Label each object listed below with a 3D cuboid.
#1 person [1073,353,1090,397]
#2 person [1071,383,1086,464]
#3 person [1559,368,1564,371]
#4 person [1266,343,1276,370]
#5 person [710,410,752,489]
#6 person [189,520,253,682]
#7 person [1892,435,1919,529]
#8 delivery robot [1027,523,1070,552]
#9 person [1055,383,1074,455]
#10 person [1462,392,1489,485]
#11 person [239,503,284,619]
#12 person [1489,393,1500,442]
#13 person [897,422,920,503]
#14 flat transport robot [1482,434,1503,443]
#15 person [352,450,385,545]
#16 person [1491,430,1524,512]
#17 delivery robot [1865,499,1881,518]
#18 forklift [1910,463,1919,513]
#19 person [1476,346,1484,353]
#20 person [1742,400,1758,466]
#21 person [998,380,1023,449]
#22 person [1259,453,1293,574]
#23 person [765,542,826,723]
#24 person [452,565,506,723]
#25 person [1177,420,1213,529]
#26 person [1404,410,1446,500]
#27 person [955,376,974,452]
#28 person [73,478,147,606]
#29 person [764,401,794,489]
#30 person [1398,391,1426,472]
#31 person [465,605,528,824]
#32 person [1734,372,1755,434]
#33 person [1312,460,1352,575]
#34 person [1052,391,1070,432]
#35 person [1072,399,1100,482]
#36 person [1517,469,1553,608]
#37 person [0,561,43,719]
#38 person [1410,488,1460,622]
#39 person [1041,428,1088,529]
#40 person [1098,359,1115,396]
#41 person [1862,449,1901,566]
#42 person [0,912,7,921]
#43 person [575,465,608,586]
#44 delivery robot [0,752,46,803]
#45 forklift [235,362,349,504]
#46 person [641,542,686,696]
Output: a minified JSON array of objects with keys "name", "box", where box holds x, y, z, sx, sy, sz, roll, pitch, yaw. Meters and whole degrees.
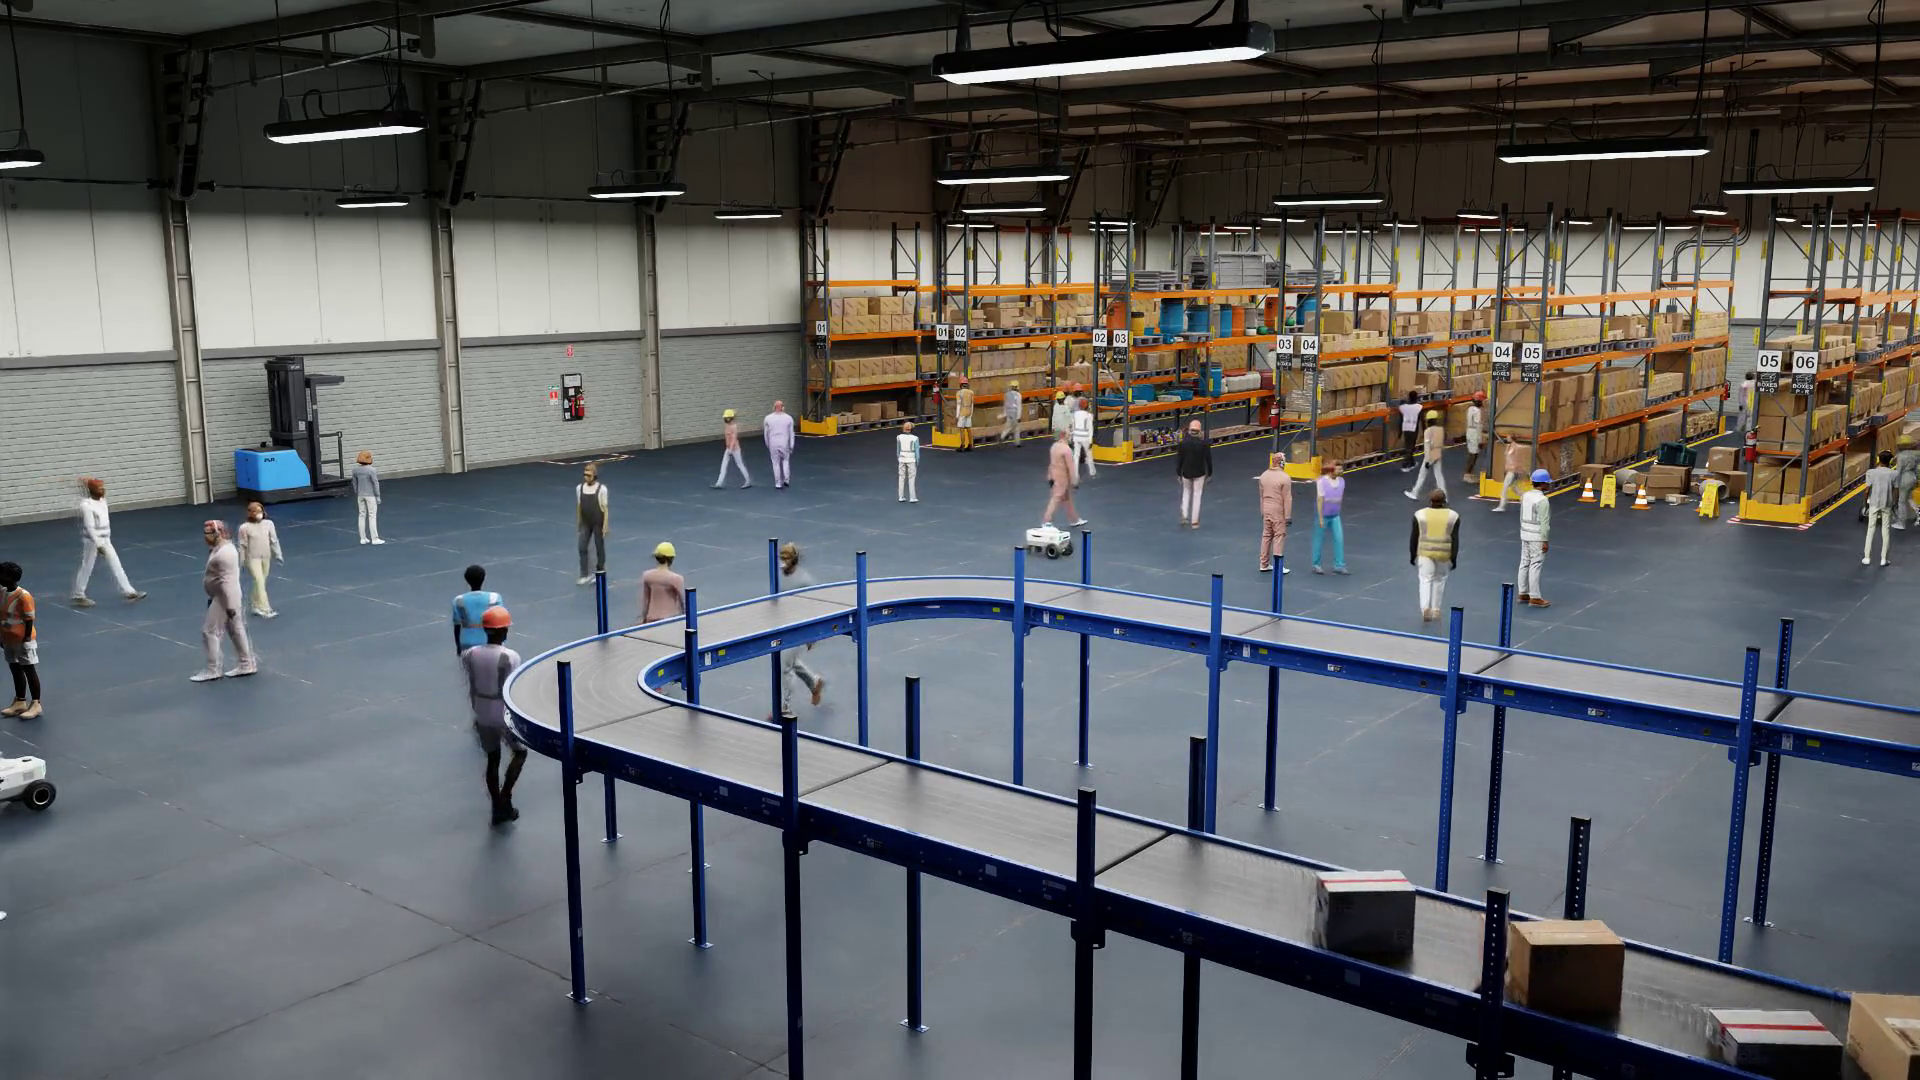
[{"name":"person","box":[3.967,-5.112,50.825,0.638,1.923,0.742,7,13,36]},{"name":"person","box":[2.861,-2.832,37.951,0.356,1.938,0.543,5,11,27]},{"name":"person","box":[16.985,-3.975,44.401,0.370,1.934,0.627,-5,11,-28]},{"name":"person","box":[11.286,-6.115,56.323,0.625,1.974,0.617,-7,12,-35]},{"name":"person","box":[-4.896,-1.937,33.526,0.911,1.721,0.524,-7,12,-34]},{"name":"person","box":[-8.700,0.705,18.224,0.790,1.882,0.648,-4,11,-19]},{"name":"person","box":[17.282,-1.048,28.533,0.520,1.713,0.574,-4,11,-20]},{"name":"delivery robot","box":[1.465,-0.045,26.012,0.707,0.478,0.477,7,12,35]},{"name":"person","box":[2.650,-2.996,39.042,0.884,1.890,0.531,-9,14,-43]},{"name":"person","box":[11.317,-2.249,34.483,0.518,2.023,0.678,0,10,-1]},{"name":"person","box":[-9.512,0.286,21.370,0.840,1.593,0.507,6,12,31]},{"name":"person","box":[13.909,-3.095,40.308,0.540,1.620,0.370,8,13,37]},{"name":"person","box":[-1.056,-1.576,31.742,0.515,1.635,0.313,4,11,24]},{"name":"flat transport robot","box":[14.582,-2.757,42.328,1.431,0.197,0.652,-1,10,-6]},{"name":"person","box":[-10.232,-0.737,27.016,0.500,1.633,0.286,3,11,17]},{"name":"person","box":[10.809,-1.343,30.491,0.745,1.610,0.523,1,10,4]},{"name":"delivery robot","box":[17.341,-0.672,29.541,0.477,0.478,0.707,9,13,40]},{"name":"forklift","box":[19.034,-1.348,28.998,2.313,2.155,1.214,8,13,37]},{"name":"person","box":[17.886,-5.717,54.107,0.367,1.964,0.609,2,10,10]},{"name":"person","box":[19.082,-2.736,37.488,0.635,1.909,0.825,5,11,28]},{"name":"person","box":[1.326,-3.267,40.794,0.662,1.812,0.592,-9,14,-42]},{"name":"person","box":[4.970,-0.423,24.521,0.400,1.899,0.636,-6,12,-30]},{"name":"person","box":[-1.761,0.949,16.724,0.634,1.916,0.857,10,14,43]},{"name":"person","box":[-5.084,1.091,16.552,0.547,1.682,0.393,-2,10,-9]},{"name":"person","box":[4.326,-1.213,28.749,0.643,1.973,0.644,4,11,21]},{"name":"person","box":[9.520,-1.688,31.689,0.607,1.868,1.004,-7,12,-33]},{"name":"person","box":[0.091,-3.235,40.222,0.551,1.935,0.375,-8,13,-39]},{"name":"person","box":[-12.148,0.033,22.142,1.024,1.826,0.582,0,10,2]},{"name":"person","box":[-3.917,-2.064,33.803,0.639,1.883,0.602,-2,10,-10]},{"name":"person","box":[10.564,-2.544,36.539,0.990,1.867,0.592,-9,14,-43]},{"name":"person","box":[-3.991,1.514,13.548,0.541,1.923,0.391,3,11,17]},{"name":"person","box":[22.190,-3.839,44.042,0.627,1.801,0.958,1,10,6]},{"name":"person","box":[5.787,-0.339,24.287,0.611,1.800,0.866,-5,11,-26]},{"name":"person","box":[2.427,-2.718,37.810,0.522,1.763,0.319,9,14,42]},{"name":"person","box":[2.786,-2.228,34.800,0.600,1.841,0.942,8,13,37]},{"name":"person","box":[8.166,-0.039,22.198,0.389,1.949,0.602,-2,10,-10]},{"name":"person","box":[-10.080,1.061,16.716,0.533,1.697,0.318,5,11,27]},{"name":"person","box":[6.432,0.203,21.227,0.632,1.818,0.837,3,10,15]},{"name":"person","box":[1.896,-1.115,28.545,1.013,1.851,0.664,-4,11,-20]},{"name":"person","box":[4.689,-4.920,50.123,0.578,1.799,0.911,6,12,30]},{"name":"person","box":[14.822,-0.529,25.182,0.513,1.872,0.328,6,12,30]},{"name":"person","box":[-7.320,1.982,11.054,0.595,1.889,0.983,5,11,24]},{"name":"person","box":[-5.569,-0.205,23.479,0.541,1.822,0.759,2,10,11]},{"name":"delivery robot","box":[-8.515,2.117,13.842,0.477,0.478,0.707,6,12,32]},{"name":"forklift","box":[-13.803,-2.244,32.110,1.129,2.768,1.873,8,13,37]},{"name":"person","box":[-3.282,0.873,17.687,0.554,1.716,0.895,5,11,24]}]
